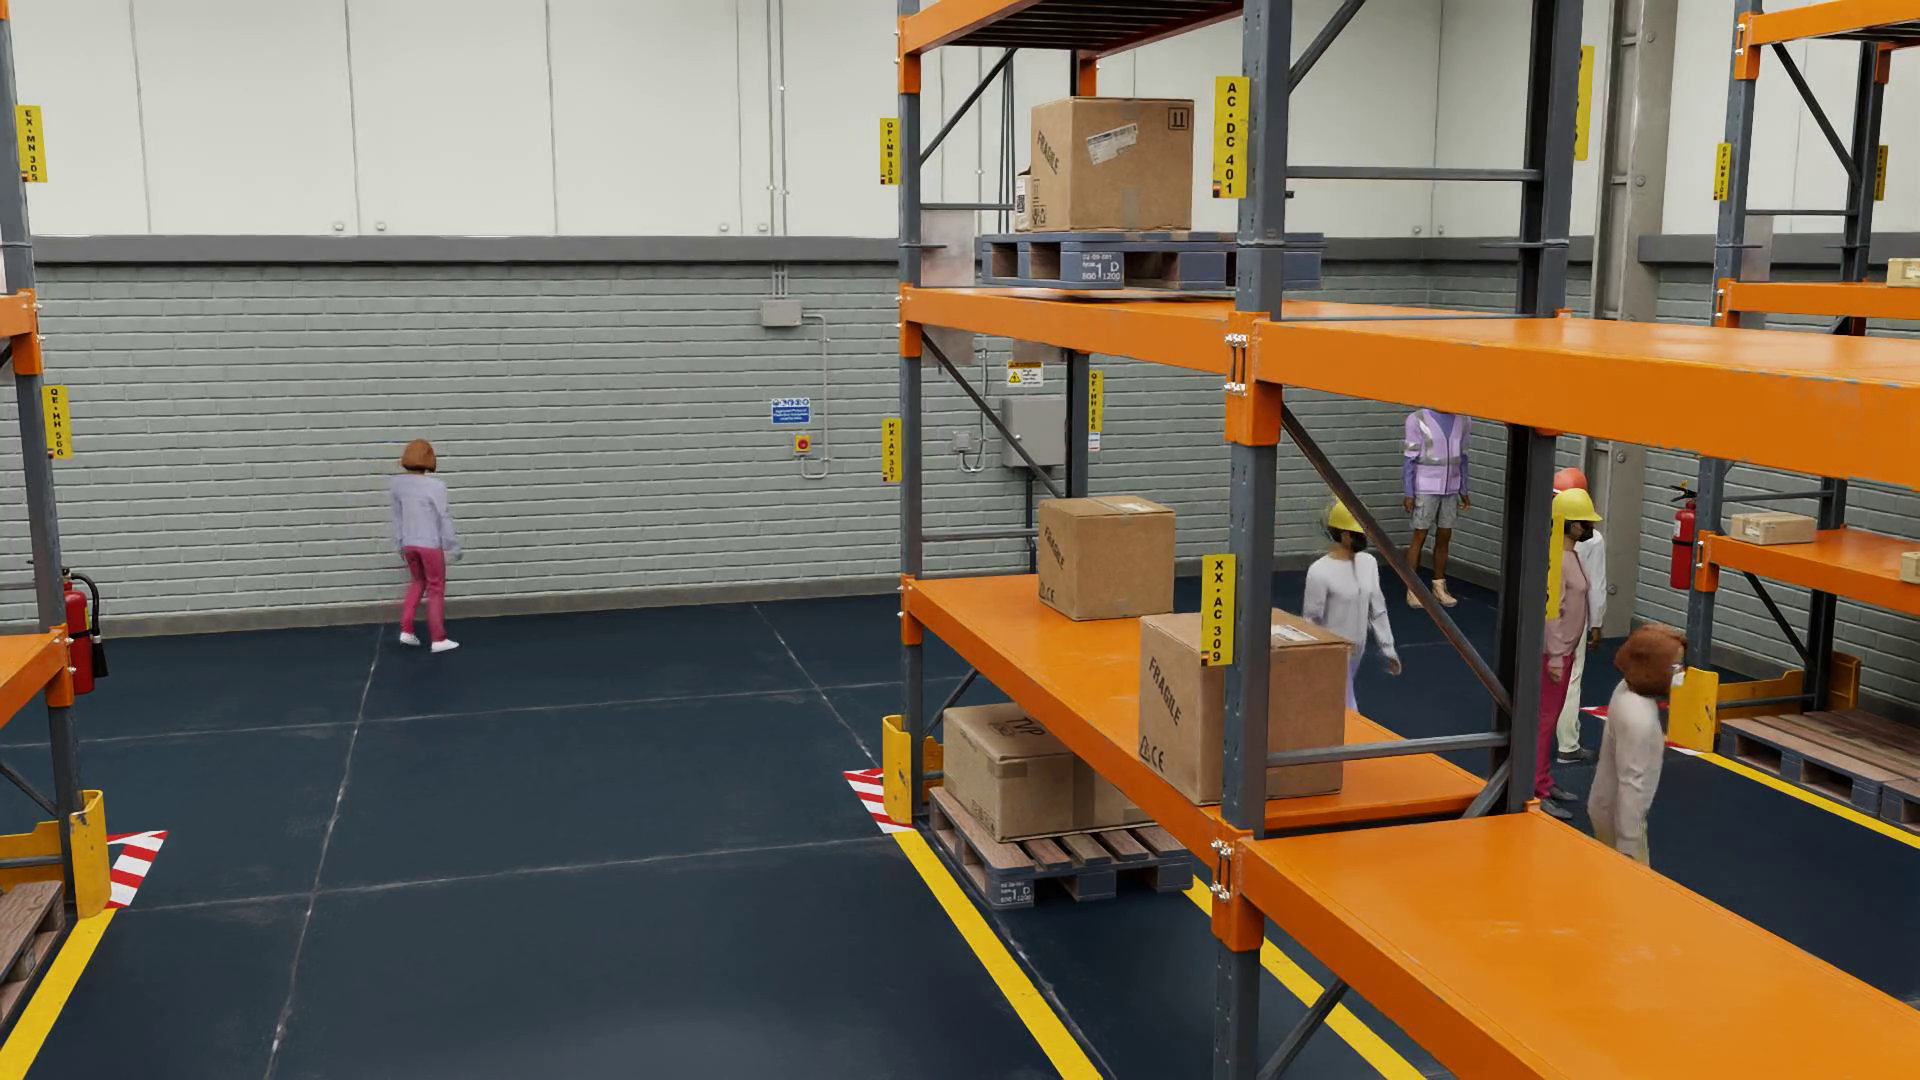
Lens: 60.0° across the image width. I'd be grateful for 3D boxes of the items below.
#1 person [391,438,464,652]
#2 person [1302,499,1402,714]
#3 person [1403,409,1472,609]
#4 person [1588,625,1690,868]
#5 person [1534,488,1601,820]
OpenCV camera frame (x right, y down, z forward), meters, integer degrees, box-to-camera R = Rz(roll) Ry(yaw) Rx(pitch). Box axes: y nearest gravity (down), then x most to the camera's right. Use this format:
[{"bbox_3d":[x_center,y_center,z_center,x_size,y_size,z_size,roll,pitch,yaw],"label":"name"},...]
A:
[{"bbox_3d":[-3.993,0.046,12.485,0.522,1.631,0.358,5,11,26],"label":"person"},{"bbox_3d":[2.084,0.622,8.937,0.536,1.715,0.905,-9,13,-41],"label":"person"},{"bbox_3d":[4.036,-0.431,14.028,0.615,2.039,0.382,-3,10,-16],"label":"person"},{"bbox_3d":[2.588,1.103,6.492,0.376,1.617,0.531,4,11,21],"label":"person"},{"bbox_3d":[3.235,0.597,8.949,0.317,1.769,0.522,5,11,27],"label":"person"}]
